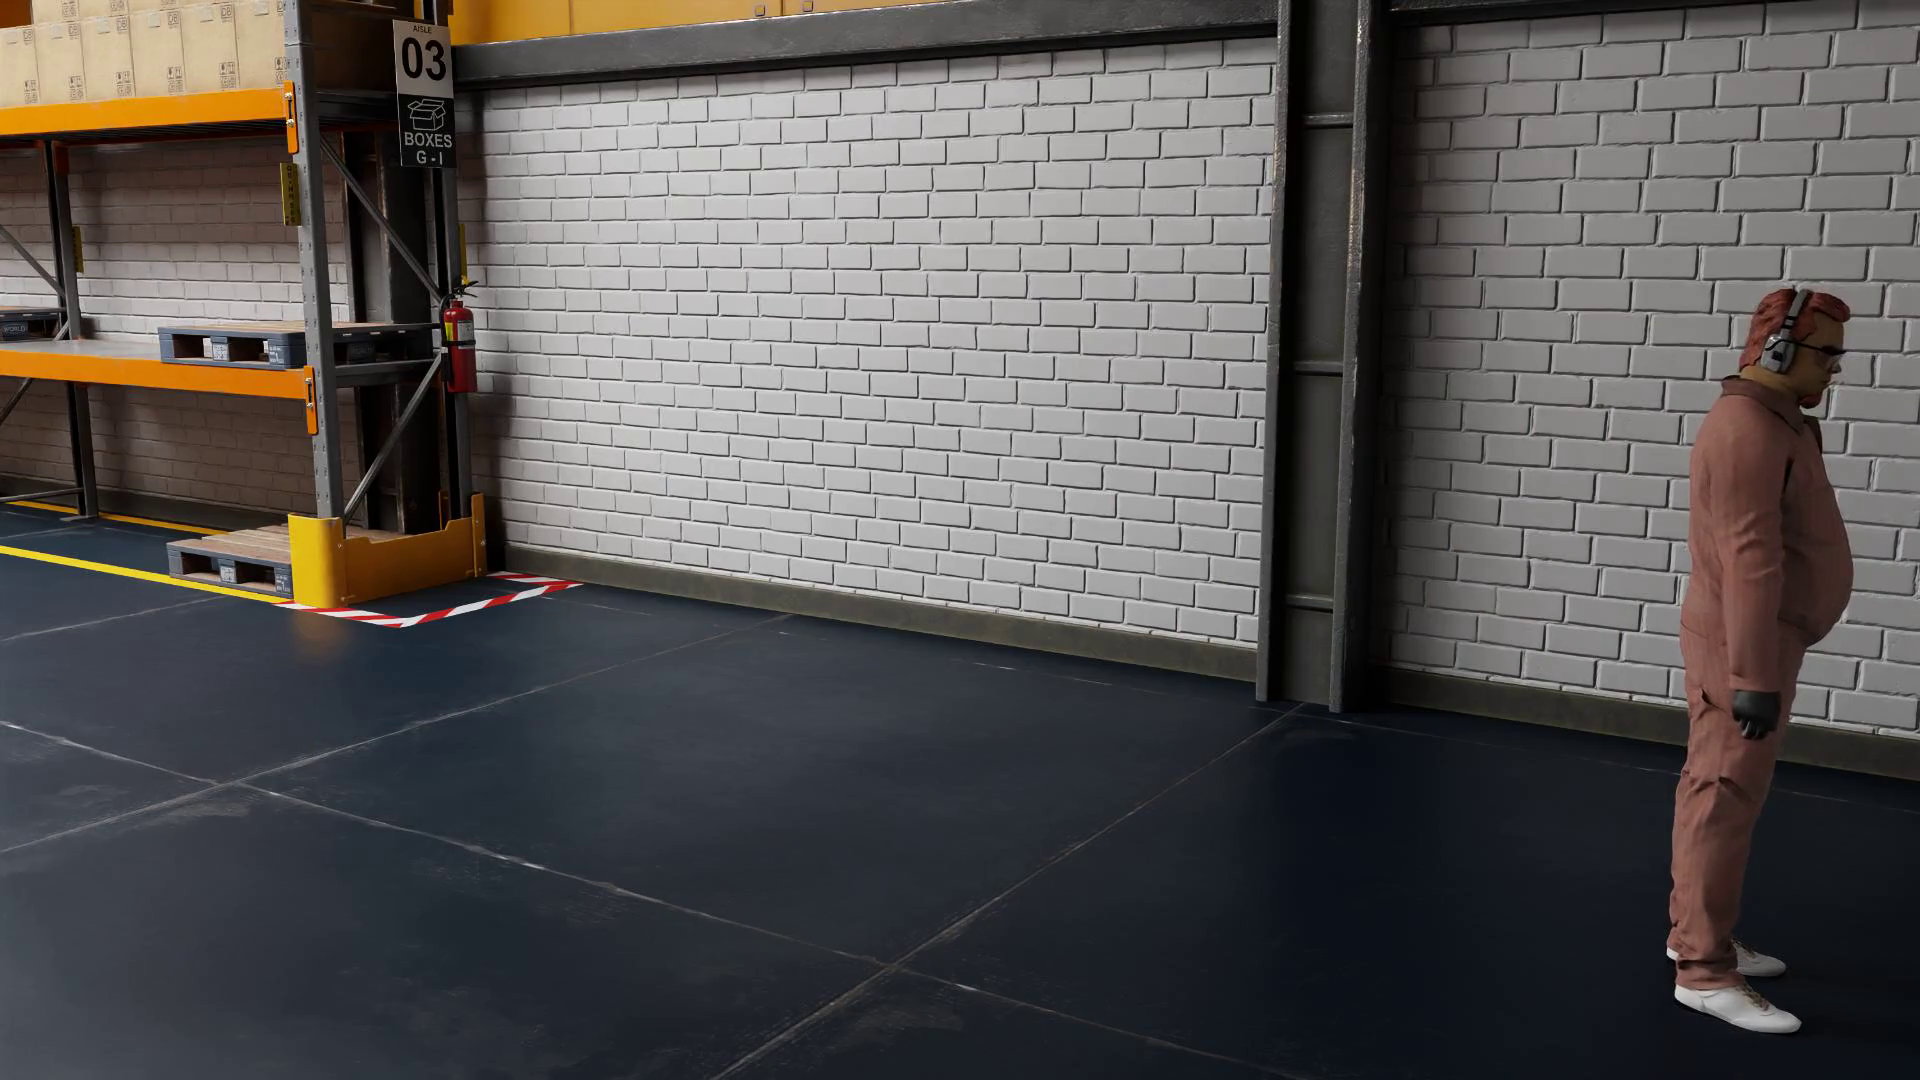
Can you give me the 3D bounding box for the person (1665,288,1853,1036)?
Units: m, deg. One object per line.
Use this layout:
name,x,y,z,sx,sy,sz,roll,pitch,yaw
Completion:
person,2.090,0.301,4.356,0.403,1.901,0.637,4,11,23
